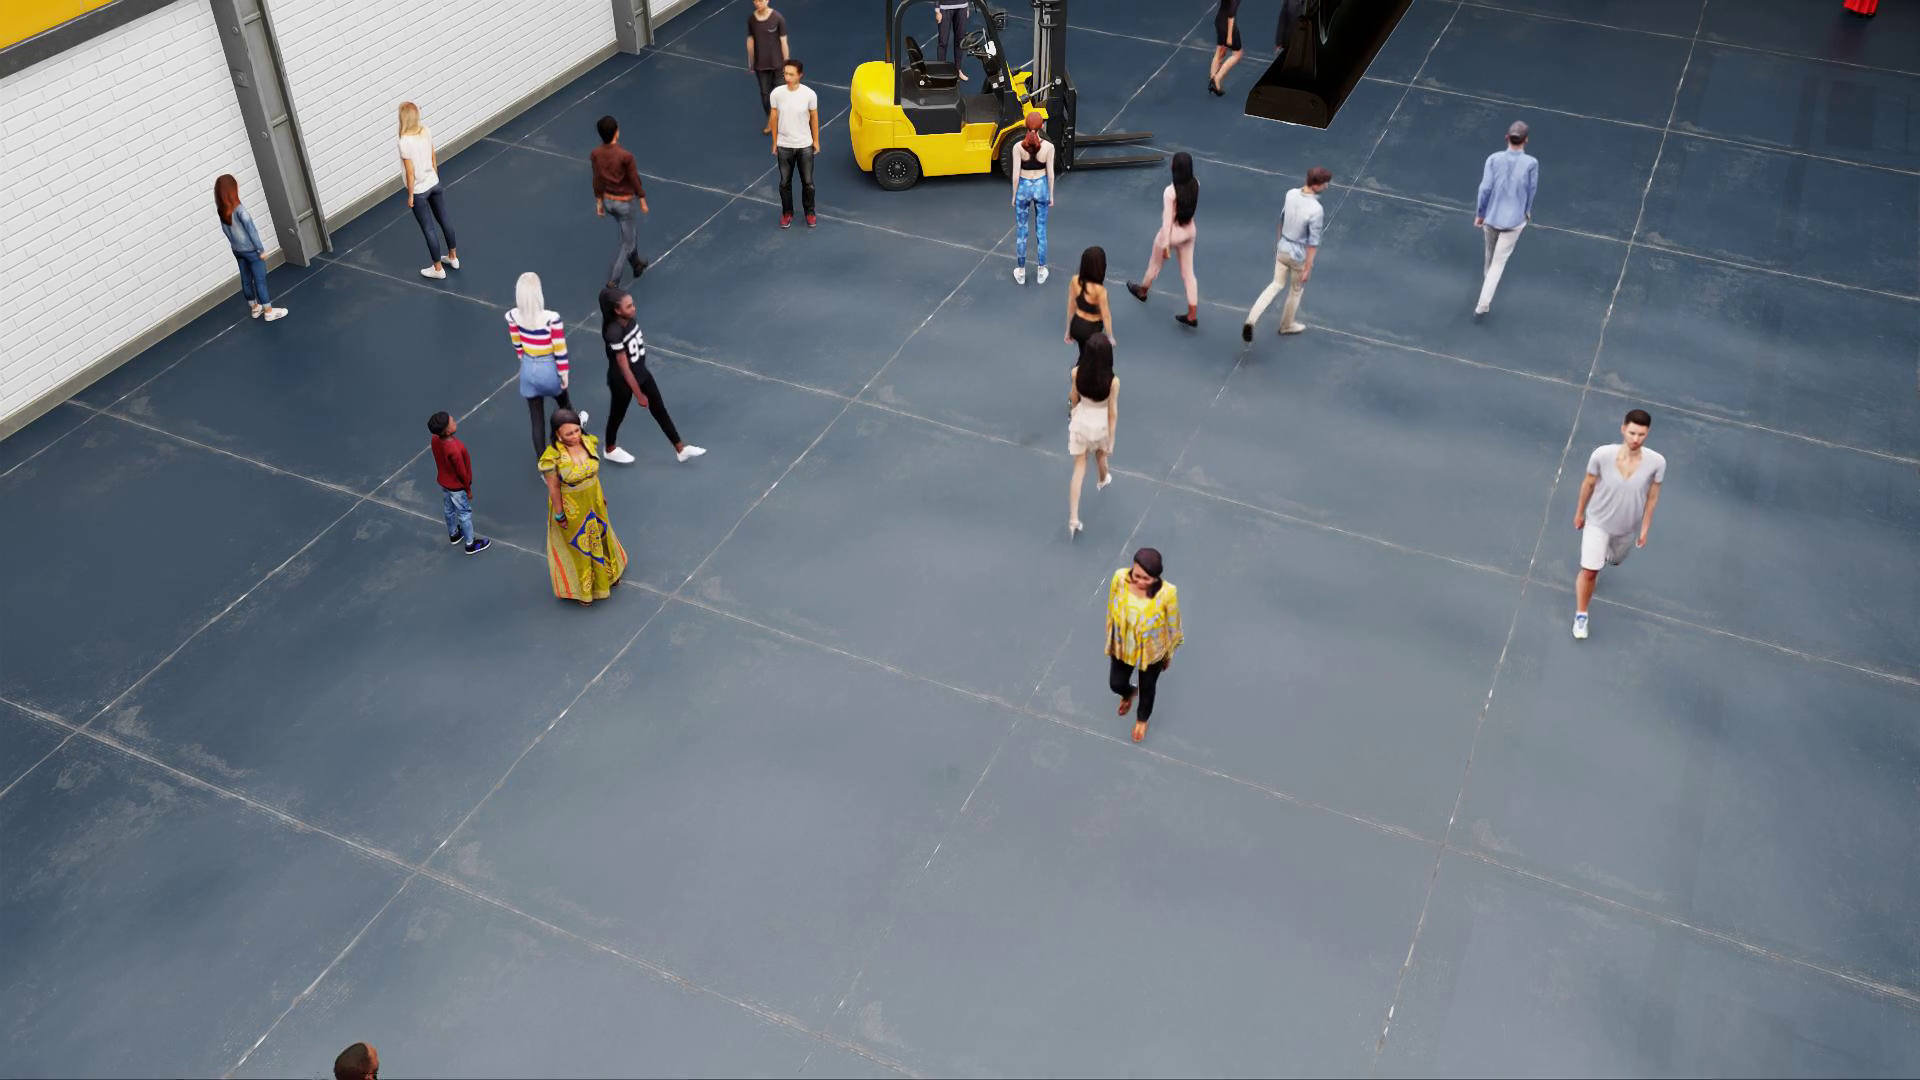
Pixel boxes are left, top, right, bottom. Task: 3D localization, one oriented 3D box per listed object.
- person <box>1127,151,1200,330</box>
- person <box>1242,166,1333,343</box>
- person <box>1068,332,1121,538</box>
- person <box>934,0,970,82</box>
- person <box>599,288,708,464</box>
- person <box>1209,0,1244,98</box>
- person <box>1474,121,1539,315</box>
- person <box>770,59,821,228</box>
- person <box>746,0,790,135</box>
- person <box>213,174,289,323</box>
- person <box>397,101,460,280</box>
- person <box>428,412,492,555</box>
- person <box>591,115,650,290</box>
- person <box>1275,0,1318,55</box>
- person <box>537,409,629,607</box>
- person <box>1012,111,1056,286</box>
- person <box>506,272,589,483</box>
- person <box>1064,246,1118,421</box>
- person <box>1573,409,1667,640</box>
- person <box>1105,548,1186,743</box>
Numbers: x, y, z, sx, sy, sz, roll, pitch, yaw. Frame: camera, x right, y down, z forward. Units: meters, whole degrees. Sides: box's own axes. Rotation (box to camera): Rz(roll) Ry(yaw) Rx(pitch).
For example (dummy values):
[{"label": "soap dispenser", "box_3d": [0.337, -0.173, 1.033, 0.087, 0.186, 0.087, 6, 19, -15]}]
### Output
[{"label": "person", "box_3d": [2.089, -2.762, 15.523, 1.189, 1.668, 1.039, -27, 46, -30]}, {"label": "person", "box_3d": [3.003, -2.563, 15.161, 1.156, 1.809, 1.033, -25, 45, -28]}, {"label": "person", "box_3d": [0.989, -0.786, 13.037, 0.587, 1.682, 1.045, 15, 41, 18]}, {"label": "person", "box_3d": [-0.104, -6.388, 19.982, 0.659, 1.768, 0.751, -19, 42, -22]}, {"label": "person", "box_3d": [-2.807, -1.297, 13.672, 0.793, 1.687, 1.114, 9, 39, 11]}, {"label": "person", "box_3d": [3.053, -6.003, 19.586, 0.756, 1.662, 0.682, -6, 39, -8]}, {"label": "person", "box_3d": [5.116, -2.999, 15.672, 0.712, 1.851, 1.197, 20, 43, 23]}, {"label": "person", "box_3d": [-1.688, -4.088, 17.085, 0.720, 1.800, 0.707, -1, 39, -1]}, {"label": "person", "box_3d": [-2.143, -5.478, 18.895, 0.684, 1.704, 0.687, 9, 39, 11]}, {"label": "person", "box_3d": [-6.732, -2.750, 15.659, 0.565, 1.478, 0.506, 18, 42, 21]}, {"label": "person", "box_3d": [-5.219, -3.423, 16.238, 0.661, 1.809, 0.417, 17, 42, 20]}, {"label": "person", "box_3d": [-3.954, -0.458, 12.970, 0.547, 1.253, 0.557, 29, 47, 31]}, {"label": "person", "box_3d": [-3.287, -3.168, 15.964, 0.651, 1.752, 1.109, 15, 41, 18]}, {"label": "person", "box_3d": [3.941, -5.820, 19.293, 0.661, 1.741, 1.004, 14, 41, 17]}, {"label": "person", "box_3d": [-2.855, -0.276, 12.424, 0.962, 1.661, 0.774, 24, 44, 27]}, {"label": "person", "box_3d": [0.701, -3.318, 16.132, 0.672, 1.785, 0.711, -1, 39, -2]}, {"label": "person", "box_3d": [-3.451, -1.290, 13.610, 0.865, 1.754, 1.169, 4, 39, 5]}, {"label": "person", "box_3d": [1.031, -1.731, 14.264, 0.703, 1.628, 0.655, -31, 48, -33]}, {"label": "person", "box_3d": [4.790, -0.201, 12.184, 0.841, 1.831, 1.194, 9, 39, 11]}, {"label": "person", "box_3d": [1.249, 0.662, 11.256, 0.717, 1.642, 0.741, 13, 40, 16]}]
